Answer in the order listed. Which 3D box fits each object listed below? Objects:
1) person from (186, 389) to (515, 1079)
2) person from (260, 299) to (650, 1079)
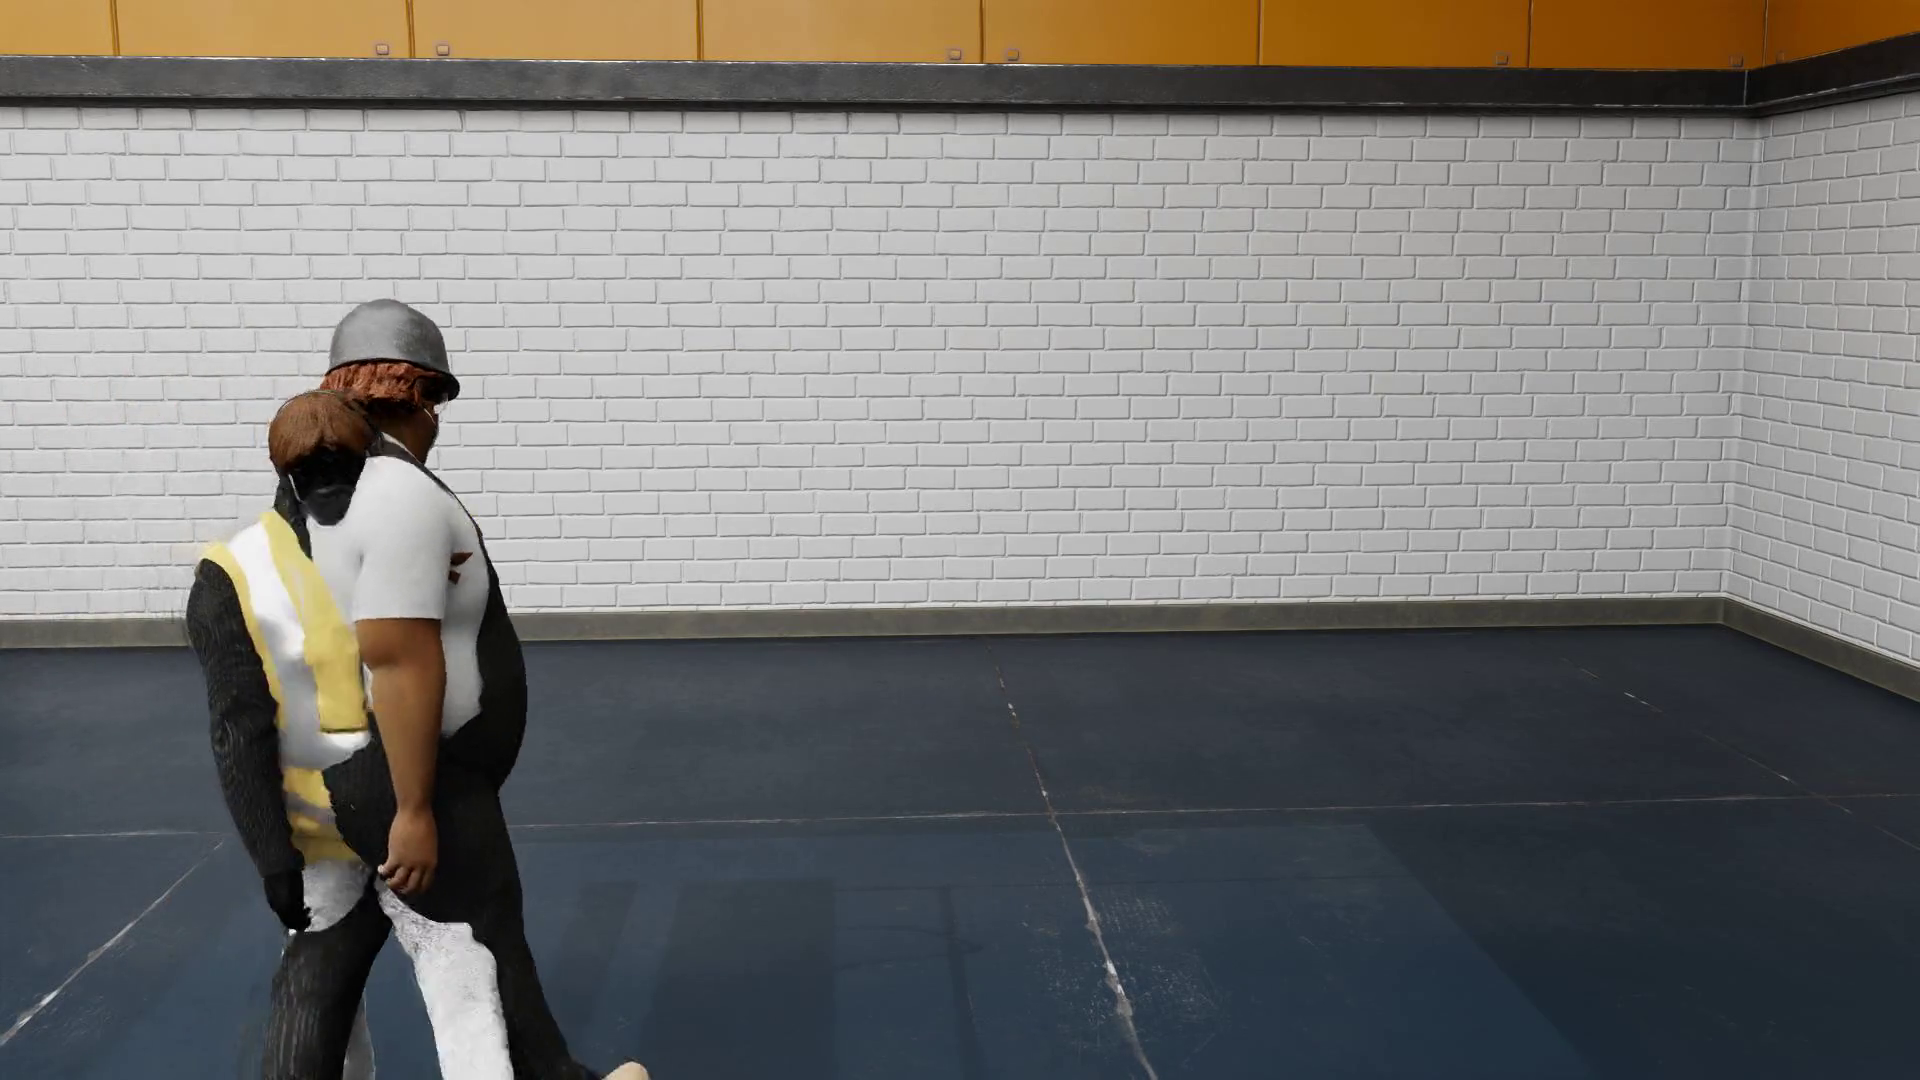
[{"bbox_3d":[-1.197,0.588,3.453,0.645,1.791,0.946,-7,11,-37],"label":"person"},{"bbox_3d":[-1.165,0.439,3.602,0.975,2.000,0.746,-8,12,-43],"label":"person"}]
